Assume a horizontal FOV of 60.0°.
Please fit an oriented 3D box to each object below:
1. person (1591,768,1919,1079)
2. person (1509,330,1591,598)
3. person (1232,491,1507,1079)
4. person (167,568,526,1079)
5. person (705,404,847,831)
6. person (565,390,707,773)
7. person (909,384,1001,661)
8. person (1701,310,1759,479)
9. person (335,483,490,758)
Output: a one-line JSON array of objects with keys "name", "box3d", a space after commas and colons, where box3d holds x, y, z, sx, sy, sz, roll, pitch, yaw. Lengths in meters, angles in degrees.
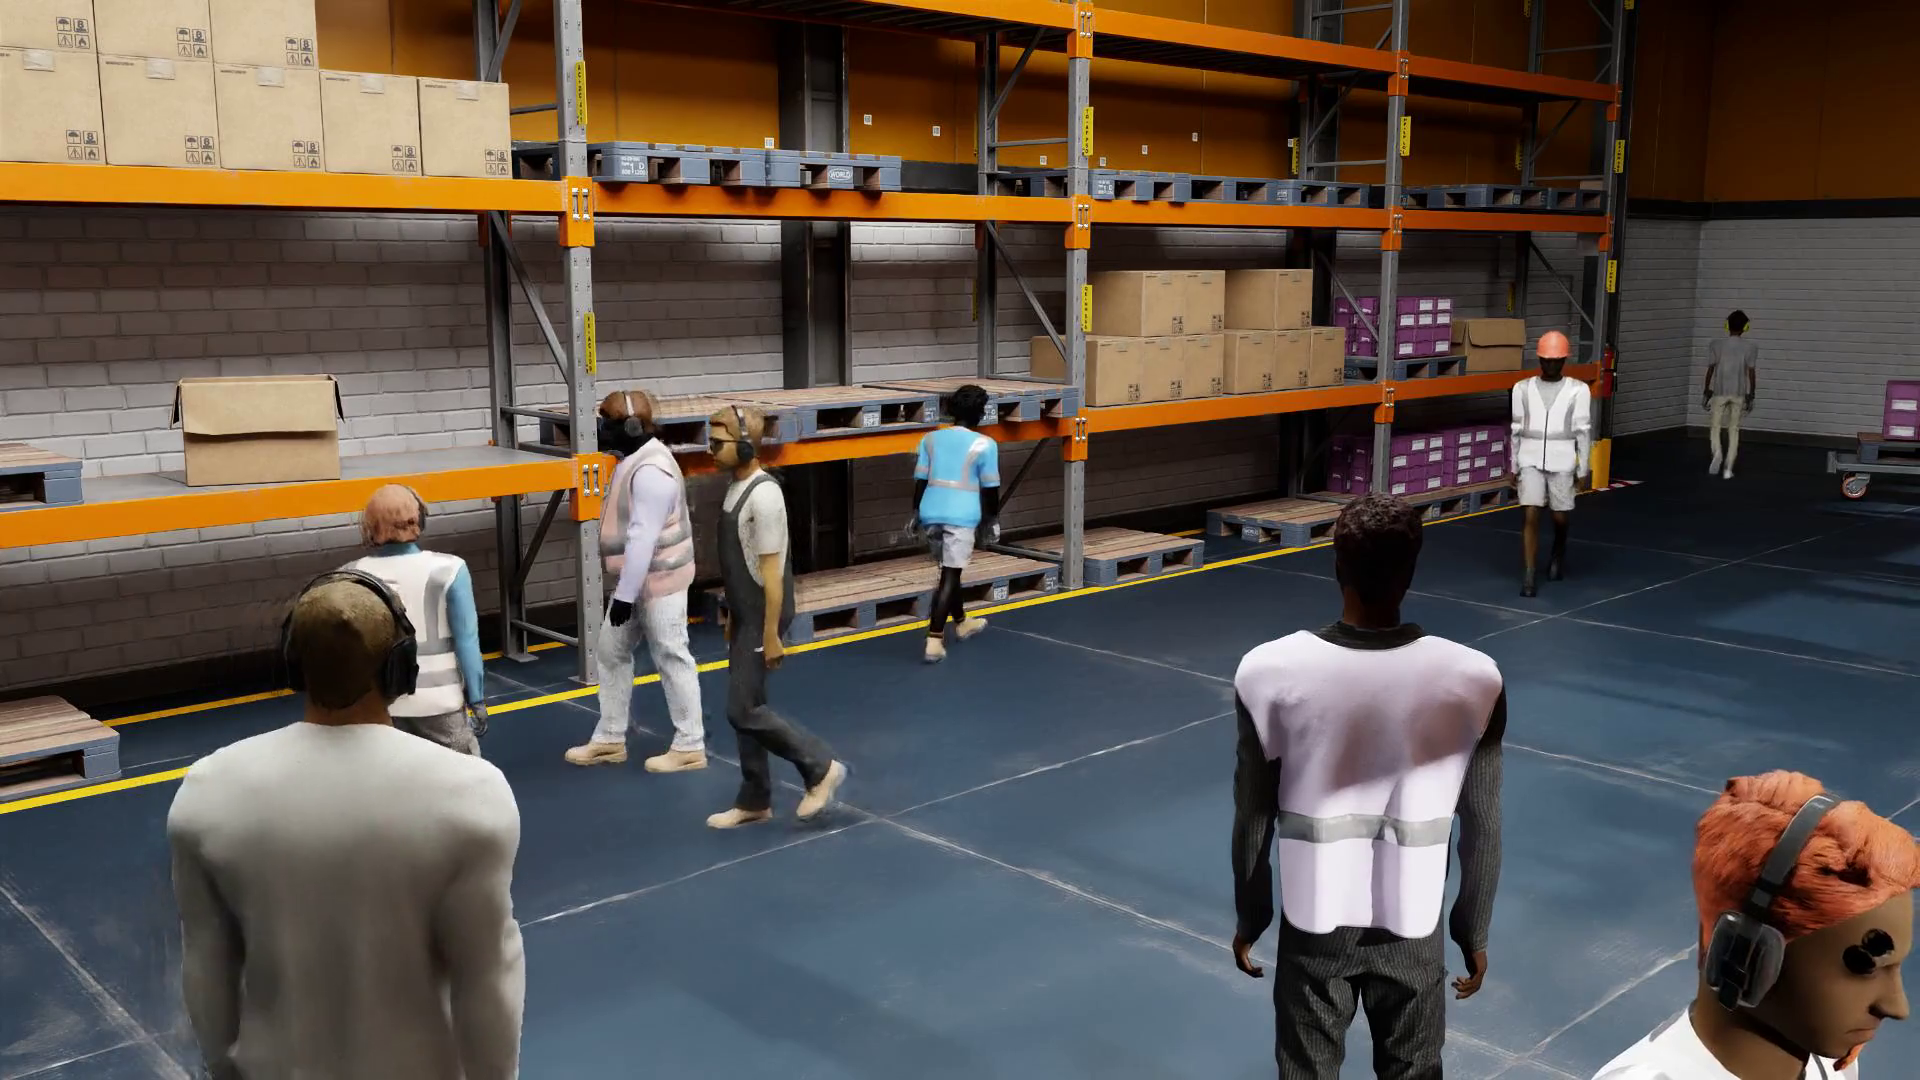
[{"name": "person", "box3d": [0.856, 1.178, 1.896, 0.356, 1.887, 0.573, 9, 13, 44]}, {"name": "person", "box3d": [4.279, -0.570, 12.081, 0.550, 1.915, 0.827, 5, 11, 25]}, {"name": "person", "box3d": [0.902, 0.847, 3.739, 0.590, 1.919, 0.391, 2, 10, 9]}, {"name": "person", "box3d": [-1.099, 0.984, 3.049, 0.644, 1.891, 1.005, 0, 10, 0]}, {"name": "person", "box3d": [-0.814, 0.338, 6.990, 0.483, 1.835, 0.520, -3, 10, -19]}, {"name": "person", "box3d": [-1.554, 0.214, 7.752, 0.767, 1.811, 0.645, -4, 10, -22]}, {"name": "person", "box3d": [-0.015, -0.120, 10.138, 0.558, 1.642, 0.872, 6, 11, 32]}, {"name": "person", "box3d": [8.366, -1.572, 18.095, 0.537, 1.851, 0.531, 5, 11, 25]}, {"name": "person", "box3d": [-1.972, 0.604, 6.000, 0.535, 1.617, 0.397, 0, 10, 0]}]
